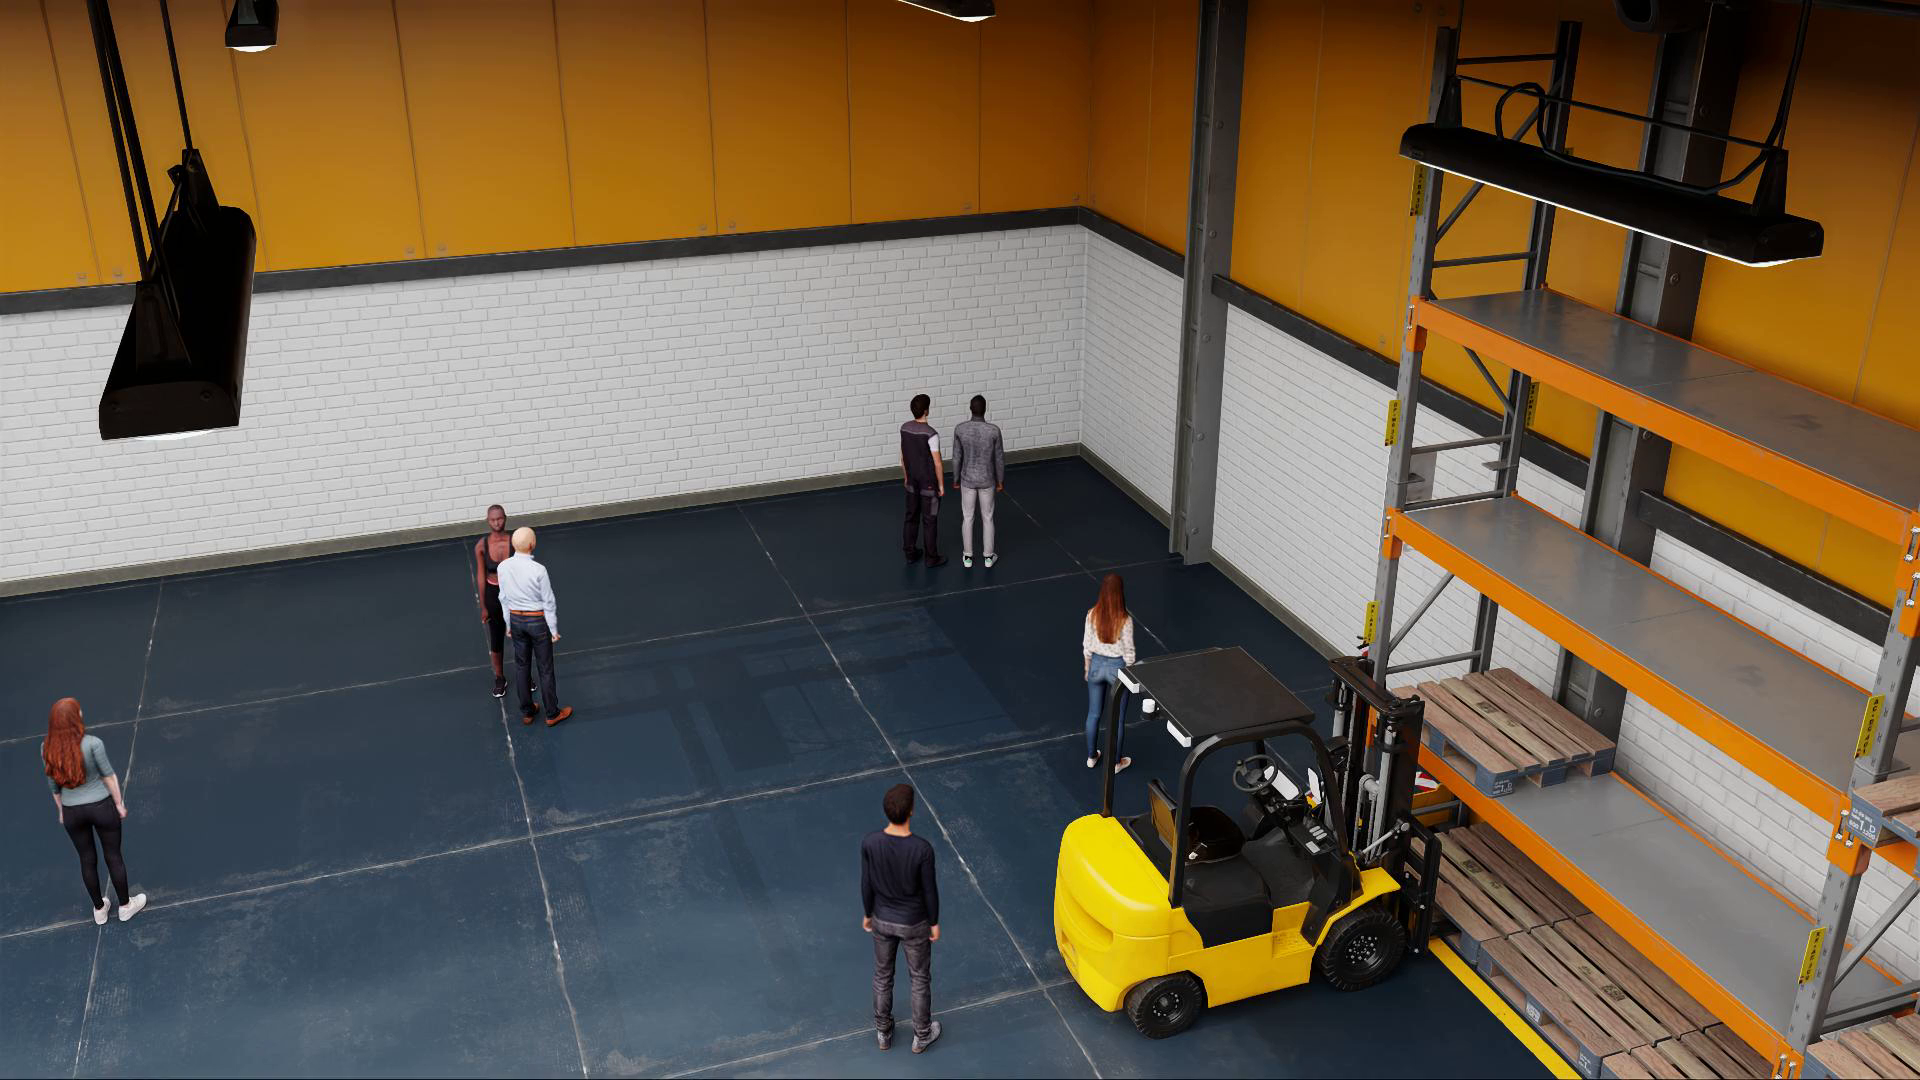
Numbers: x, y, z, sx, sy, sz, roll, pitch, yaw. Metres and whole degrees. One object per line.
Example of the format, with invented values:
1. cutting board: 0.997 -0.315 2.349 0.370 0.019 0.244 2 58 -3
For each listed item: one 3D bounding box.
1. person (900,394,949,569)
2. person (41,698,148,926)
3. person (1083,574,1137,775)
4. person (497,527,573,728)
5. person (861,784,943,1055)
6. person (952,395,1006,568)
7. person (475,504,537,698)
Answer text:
1. person: -0.389 -0.611 17.075 0.711 1.849 0.805 15 28 31
2. person: -6.027 1.876 11.518 0.631 1.743 0.602 -3 24 -7
3. person: 1.198 1.062 13.398 0.640 1.728 0.703 11 26 23
4. person: -3.630 0.730 14.082 0.727 1.790 0.743 5 24 12
5. person: -0.368 2.345 10.287 0.724 1.869 0.730 5 24 12
6. person: 0.180 -0.608 17.084 0.763 1.837 0.714 2 24 5
7. person: -4.001 0.509 14.628 0.574 1.757 0.513 -8 25 -18
